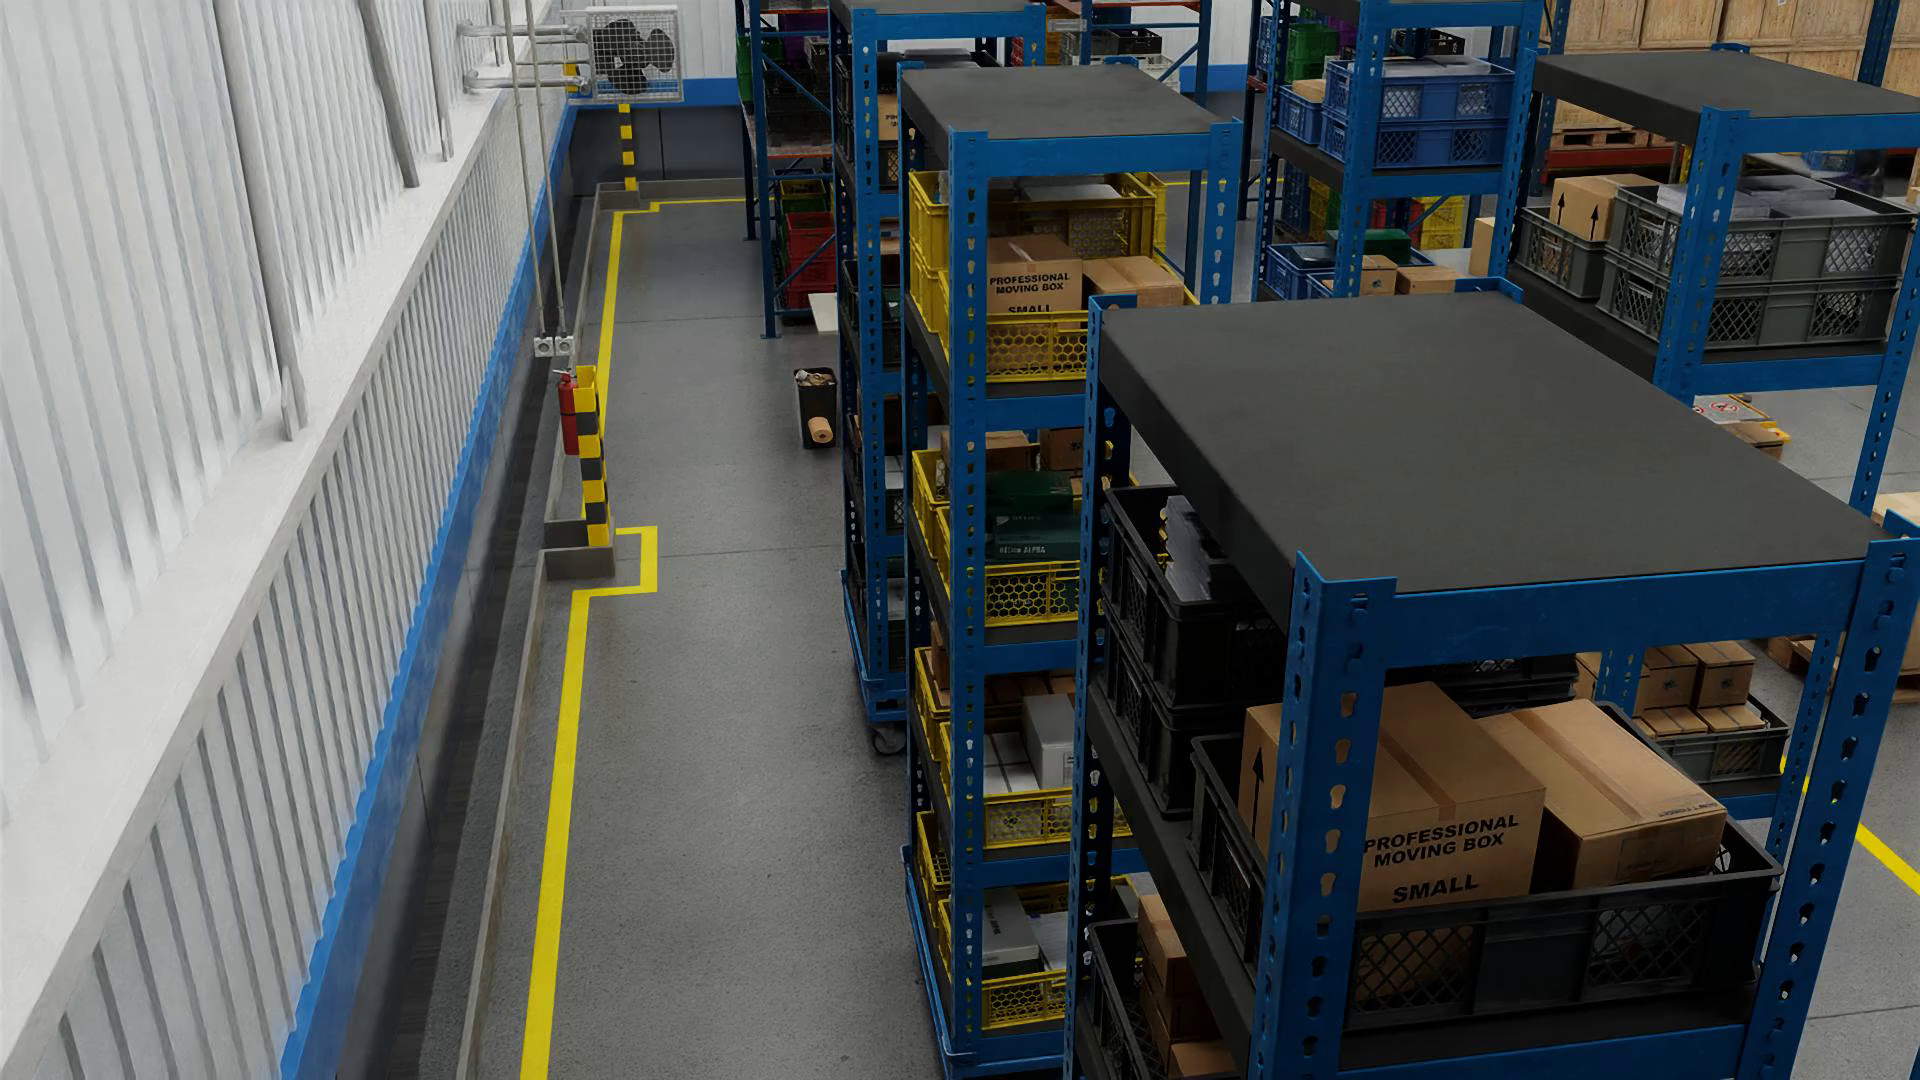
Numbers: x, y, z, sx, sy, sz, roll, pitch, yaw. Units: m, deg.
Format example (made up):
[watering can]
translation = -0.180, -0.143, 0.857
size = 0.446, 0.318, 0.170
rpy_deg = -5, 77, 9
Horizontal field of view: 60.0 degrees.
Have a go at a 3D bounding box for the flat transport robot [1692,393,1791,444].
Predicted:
[flat transport robot]
translation = 5.224, -0.859, 12.132
size = 1.431, 0.197, 0.652
rpy_deg = -4, 25, -8

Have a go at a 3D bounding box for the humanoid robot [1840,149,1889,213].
[humanoid robot]
translation = 8.414, -3.240, 15.665
size = 0.450, 1.645, 0.629
rpy_deg = 3, 25, 6

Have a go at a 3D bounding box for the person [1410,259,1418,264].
[person]
translation = 2.596, -0.872, 10.335
size = 0.587, 1.826, 0.992
rpy_deg = -22, 32, -39
